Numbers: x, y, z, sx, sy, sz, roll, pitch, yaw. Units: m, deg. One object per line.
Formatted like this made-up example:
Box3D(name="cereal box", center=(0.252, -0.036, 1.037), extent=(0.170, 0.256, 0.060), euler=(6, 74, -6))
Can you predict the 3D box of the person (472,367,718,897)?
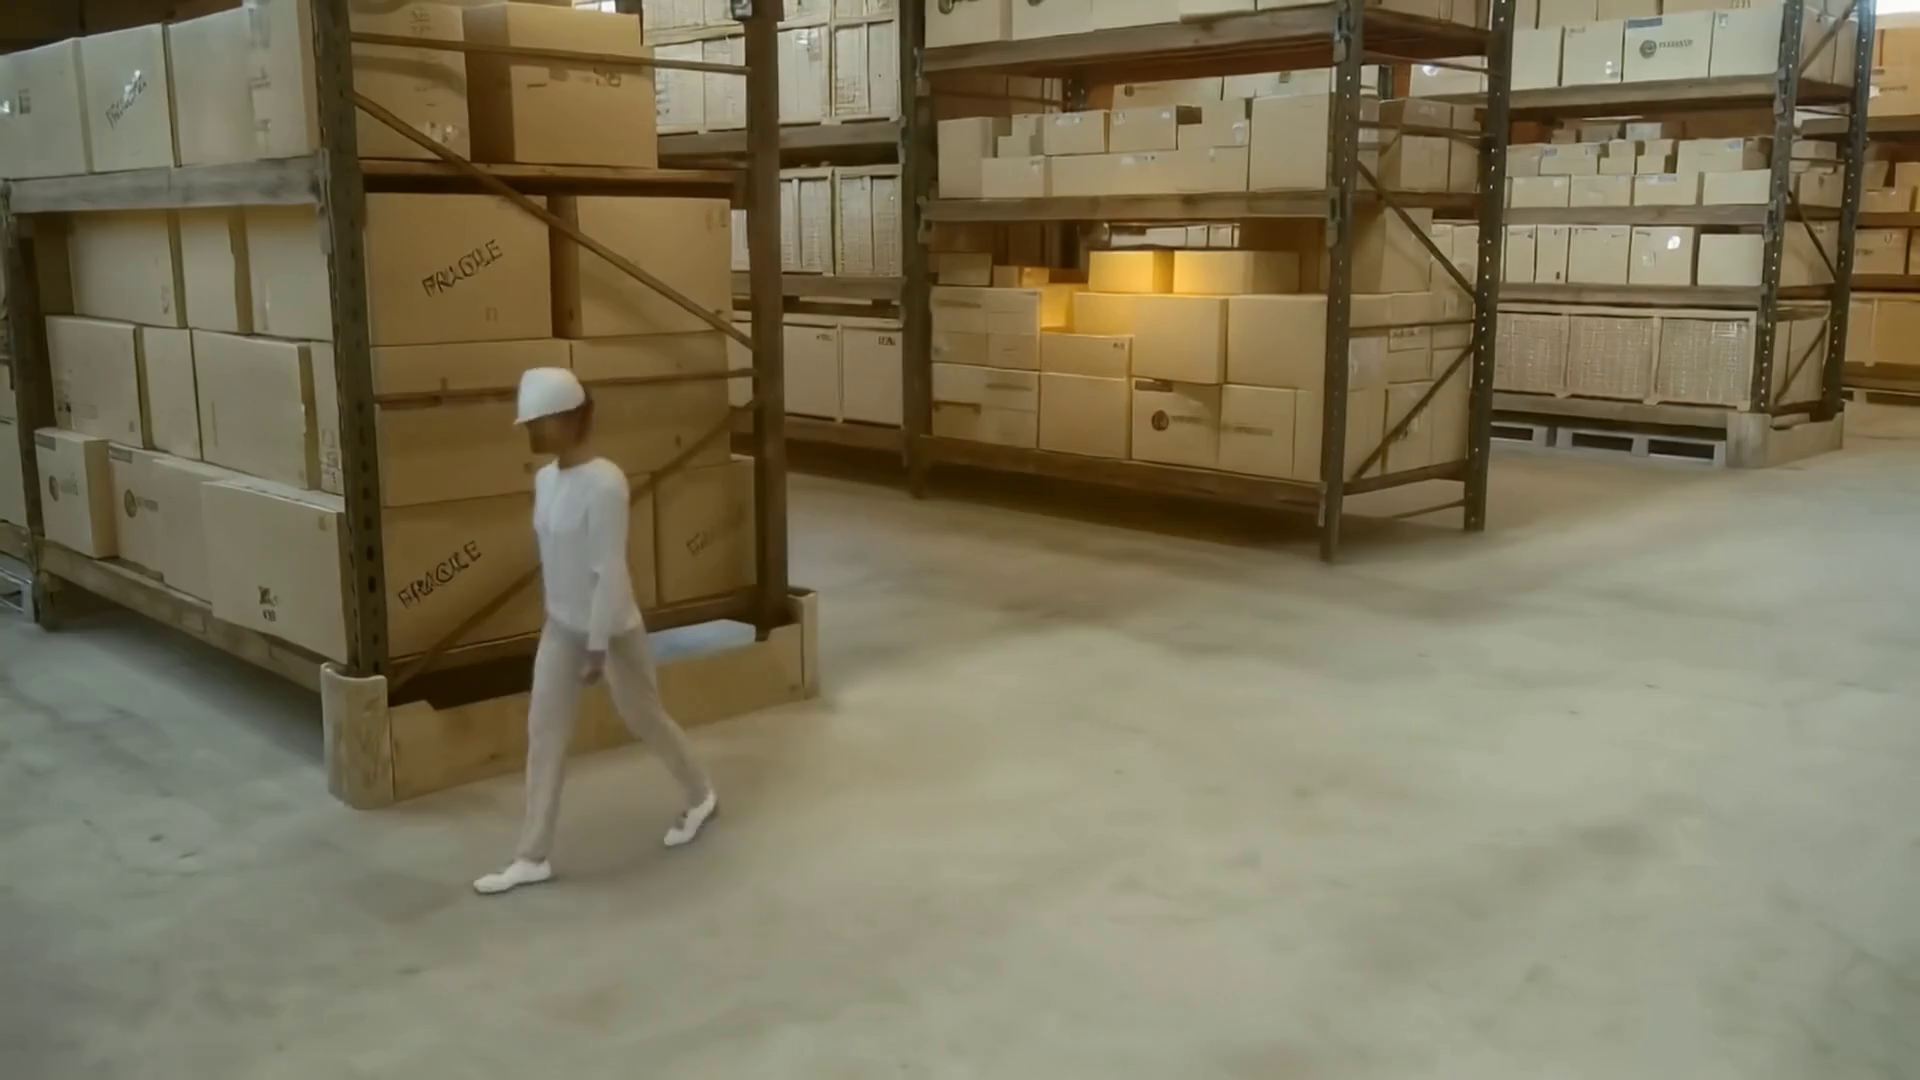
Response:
Box3D(name="person", center=(-1.206, 0.270, 5.568), extent=(0.543, 1.707, 0.914), euler=(9, 14, 40))
